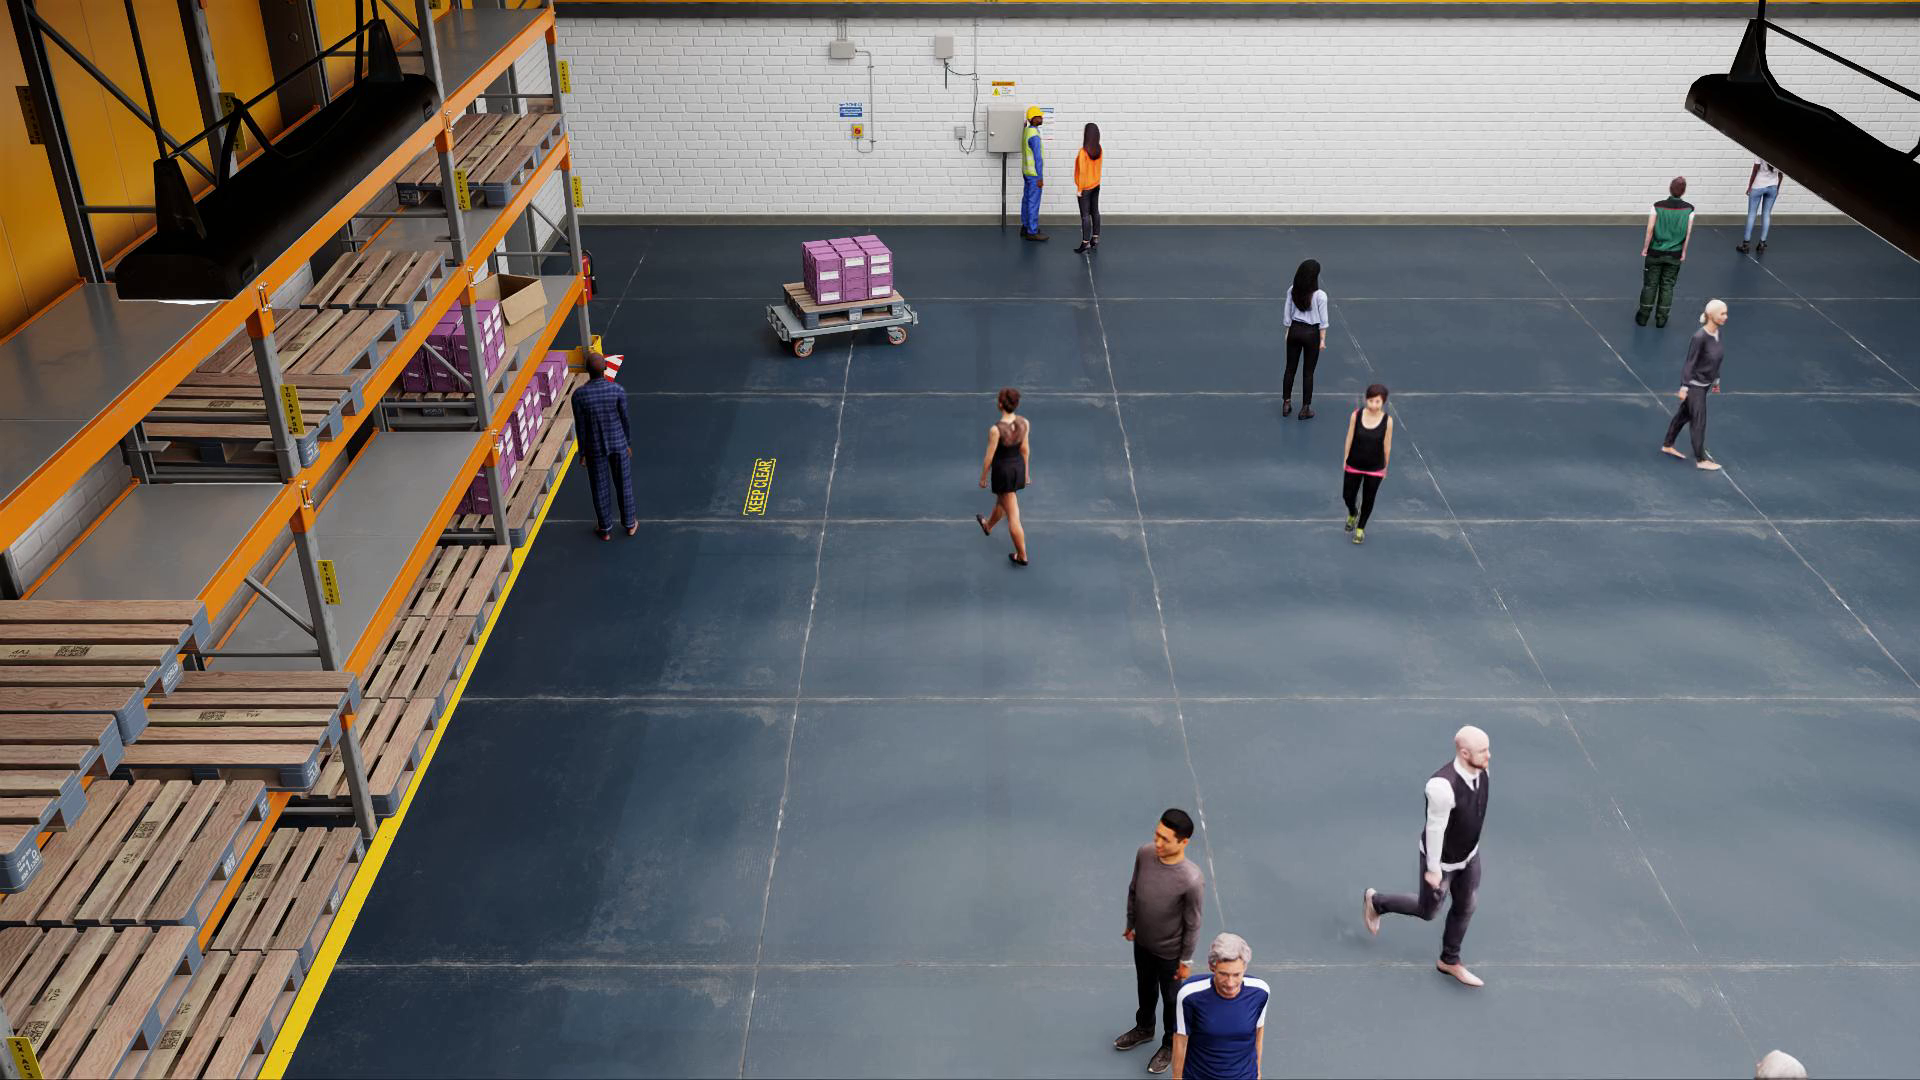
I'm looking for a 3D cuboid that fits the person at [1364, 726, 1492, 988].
[{"bbox_3d":[2.894,1.887,10.098,1.085,1.801,1.175,-24,36,-36],"label":"person"}]

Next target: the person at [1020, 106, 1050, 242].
[{"bbox_3d":[0.998,-5.032,22.769,0.776,1.812,0.597,-6,29,-11],"label":"person"}]

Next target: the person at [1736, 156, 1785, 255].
[{"bbox_3d":[10.757,-4.689,22.238,0.593,1.719,0.540,2,29,4],"label":"person"}]

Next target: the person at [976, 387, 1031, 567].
[{"bbox_3d":[0.472,-0.527,14.697,0.983,1.634,1.125,-20,34,-32],"label":"person"}]

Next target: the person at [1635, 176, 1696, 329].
[{"bbox_3d":[8.405,-3.444,19.827,0.713,1.844,0.702,9,30,16],"label":"person"}]

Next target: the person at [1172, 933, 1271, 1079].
[{"bbox_3d":[1.317,2.729,8.516,0.662,1.838,0.589,-4,29,-7],"label":"person"}]

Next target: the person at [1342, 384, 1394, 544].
[{"bbox_3d":[3.714,-0.732,15.167,0.639,1.545,0.673,10,30,17],"label":"person"}]

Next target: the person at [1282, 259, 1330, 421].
[{"bbox_3d":[3.612,-2.116,17.497,0.734,1.744,0.753,19,34,30],"label":"person"}]

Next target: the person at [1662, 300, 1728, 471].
[{"bbox_3d":[7.280,-1.597,16.586,0.956,1.705,1.020,-25,37,-38],"label":"person"}]

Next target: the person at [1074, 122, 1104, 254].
[{"bbox_3d":[1.726,-4.720,22.265,0.767,1.749,0.687,21,35,33],"label":"person"}]

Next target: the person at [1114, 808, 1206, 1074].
[{"bbox_3d":[1.160,2.259,9.449,0.768,1.768,0.689,5,29,9],"label":"person"}]

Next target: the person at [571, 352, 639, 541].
[{"bbox_3d":[-3.215,-0.861,15.115,0.741,1.819,0.730,-10,30,-18],"label":"person"}]
